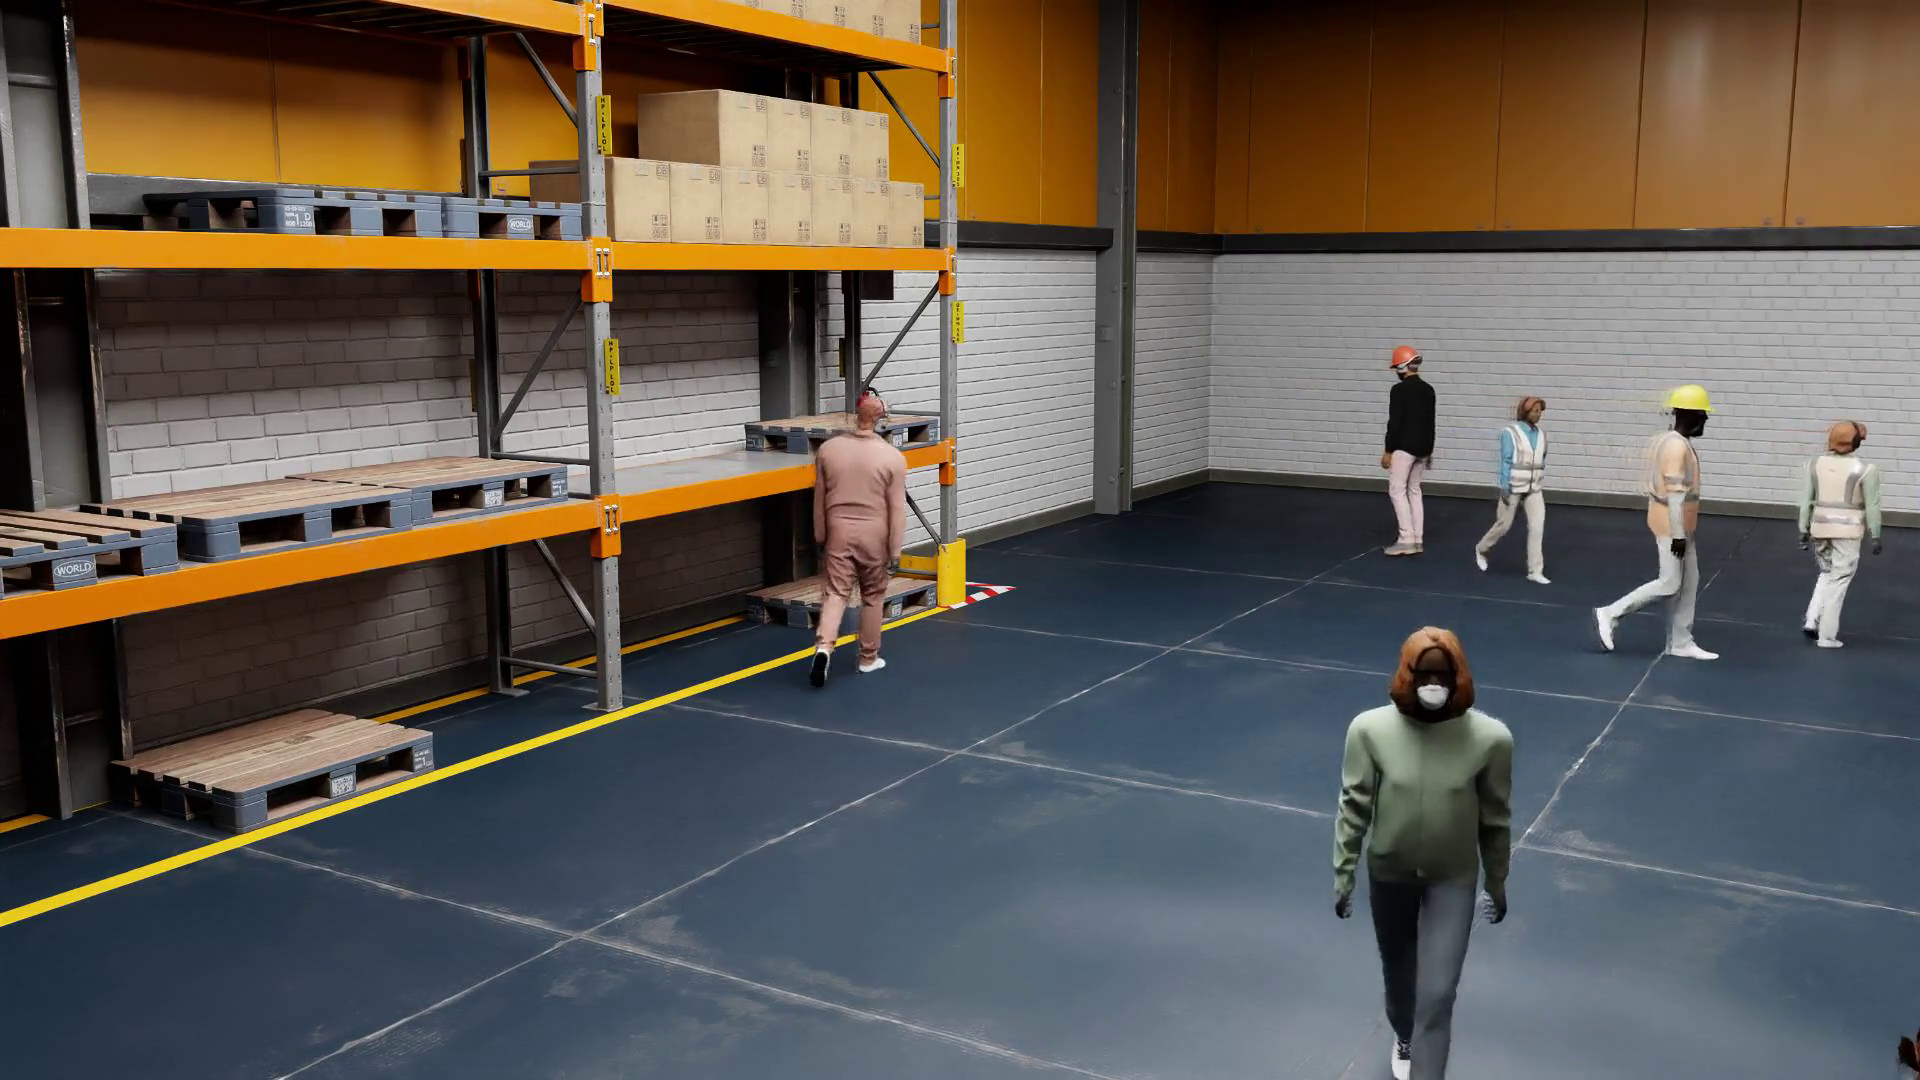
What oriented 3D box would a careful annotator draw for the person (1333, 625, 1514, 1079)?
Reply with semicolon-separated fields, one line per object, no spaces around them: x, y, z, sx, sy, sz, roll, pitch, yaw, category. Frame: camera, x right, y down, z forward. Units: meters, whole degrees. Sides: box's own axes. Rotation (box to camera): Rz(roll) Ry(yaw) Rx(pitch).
1.433;1.030;5.165;0.517;1.597;0.844;3;10;19;person

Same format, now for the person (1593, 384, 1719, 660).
4.823;-0.118;11.391;0.730;1.903;0.600;5;10;28;person

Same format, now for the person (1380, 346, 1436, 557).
4.233;-0.828;15.625;0.786;1.966;0.589;-8;12;-40;person

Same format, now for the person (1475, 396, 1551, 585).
4.813;-0.455;14.395;0.518;1.608;0.741;-3;10;-19;person

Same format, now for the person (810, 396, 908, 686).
-0.665;0.013;10.732;0.680;1.868;0.868;2;9;14;person

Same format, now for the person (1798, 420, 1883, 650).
6.199;-0.031;11.698;0.383;1.623;0.527;-5;10;-28;person
